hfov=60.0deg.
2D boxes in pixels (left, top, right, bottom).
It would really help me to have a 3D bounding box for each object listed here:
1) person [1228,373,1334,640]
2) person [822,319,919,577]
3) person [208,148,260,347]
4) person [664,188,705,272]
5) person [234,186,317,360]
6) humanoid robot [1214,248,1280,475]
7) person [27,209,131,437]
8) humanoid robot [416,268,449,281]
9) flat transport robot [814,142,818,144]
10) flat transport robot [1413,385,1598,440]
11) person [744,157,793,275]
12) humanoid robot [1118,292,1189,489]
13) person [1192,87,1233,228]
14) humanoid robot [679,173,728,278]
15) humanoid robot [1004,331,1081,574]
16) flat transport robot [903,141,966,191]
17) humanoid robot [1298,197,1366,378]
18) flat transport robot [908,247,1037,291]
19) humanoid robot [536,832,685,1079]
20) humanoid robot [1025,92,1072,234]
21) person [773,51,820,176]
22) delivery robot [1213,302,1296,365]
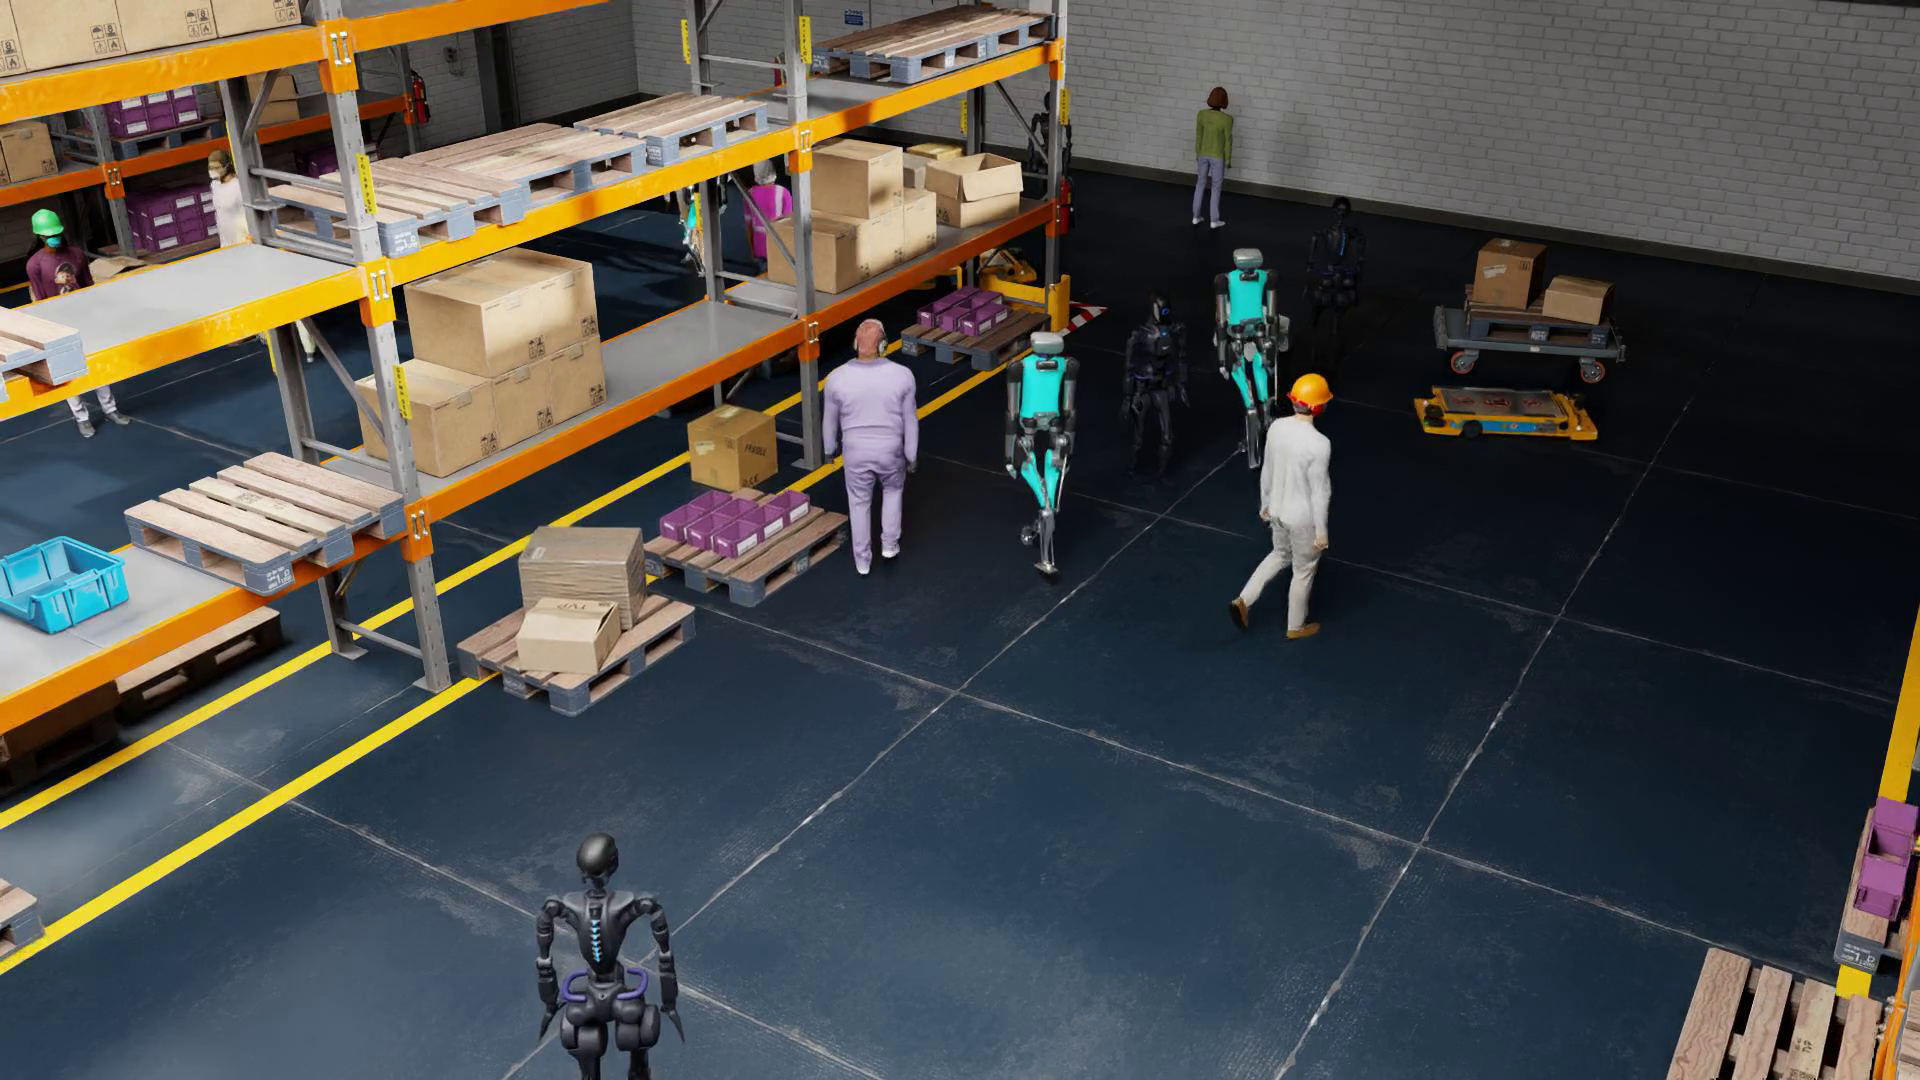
[{"bbox_3d":[2.127,-0.174,10.773,0.586,1.879,0.582,-15,31,-28],"label":"person"},{"bbox_3d":[-0.624,-0.667,11.721,0.682,1.882,0.584,0,27,-1],"label":"person"},{"bbox_3d":[-6.852,-2.792,15.885,0.646,1.928,0.534,23,35,38],"label":"person"},{"bbox_3d":[-2.922,-3.771,18.058,0.579,1.693,0.765,-1,27,-2],"label":"person"},{"bbox_3d":[-6.506,-2.566,15.721,0.574,1.650,1.013,-20,33,-34],"label":"person"},{"bbox_3d":[2.375,-1.362,13.303,0.554,1.763,1.002,-4,27,-8],"label":"humanoid robot"},{"bbox_3d":[-7.459,-1.838,13.976,0.431,1.945,0.488,21,33,35],"label":"person"},{"bbox_3d":[-5.251,-2.879,16.299,0.599,1.657,0.315,10,29,19],"label":"humanoid robot"},{"bbox_3d":[-1.436,-5.125,22.296,0.659,0.231,1.431,-18,32,-31],"label":"flat transport robot"},{"bbox_3d":[4.695,-1.090,14.346,1.431,0.231,0.659,2,27,5],"label":"flat transport robot"},{"bbox_3d":[-1.778,-2.808,15.997,0.562,1.832,0.433,5,27,10],"label":"person"},{"bbox_3d":[1.497,-1.189,12.993,0.590,1.633,0.478,-12,29,-22],"label":"humanoid robot"},{"bbox_3d":[2.976,-4.503,19.573,0.495,1.626,0.284,21,34,35],"label":"person"},{"bbox_3d":[-2.761,-3.537,17.643,0.546,1.882,0.668,7,28,13],"label":"humanoid robot"},{"bbox_3d":[0.632,-0.536,11.689,0.577,1.752,1.067,-8,28,-14],"label":"humanoid robot"},{"bbox_3d":[-0.235,-3.670,19.429,1.431,0.231,0.659,22,34,36],"label":"flat transport robot"},{"bbox_3d":[3.401,-2.303,15.181,0.583,1.638,0.377,-4,27,-8],"label":"humanoid robot"},{"bbox_3d":[0.056,-2.922,17.956,1.431,0.231,0.659,-7,28,-13],"label":"flat transport robot"},{"bbox_3d":[-1.451,1.970,6.820,0.606,1.645,0.738,-2,27,-3],"label":"humanoid robot"},{"bbox_3d":[1.025,-4.334,19.173,0.591,1.646,0.346,14,30,26],"label":"humanoid robot"},{"bbox_3d":[-2.097,-5.667,21.642,0.622,1.838,0.431,-5,27,-10],"label":"person"},{"bbox_3d":[2.811,-2.006,15.857,0.499,0.614,0.791,-19,33,-33],"label":"delivery robot"}]
